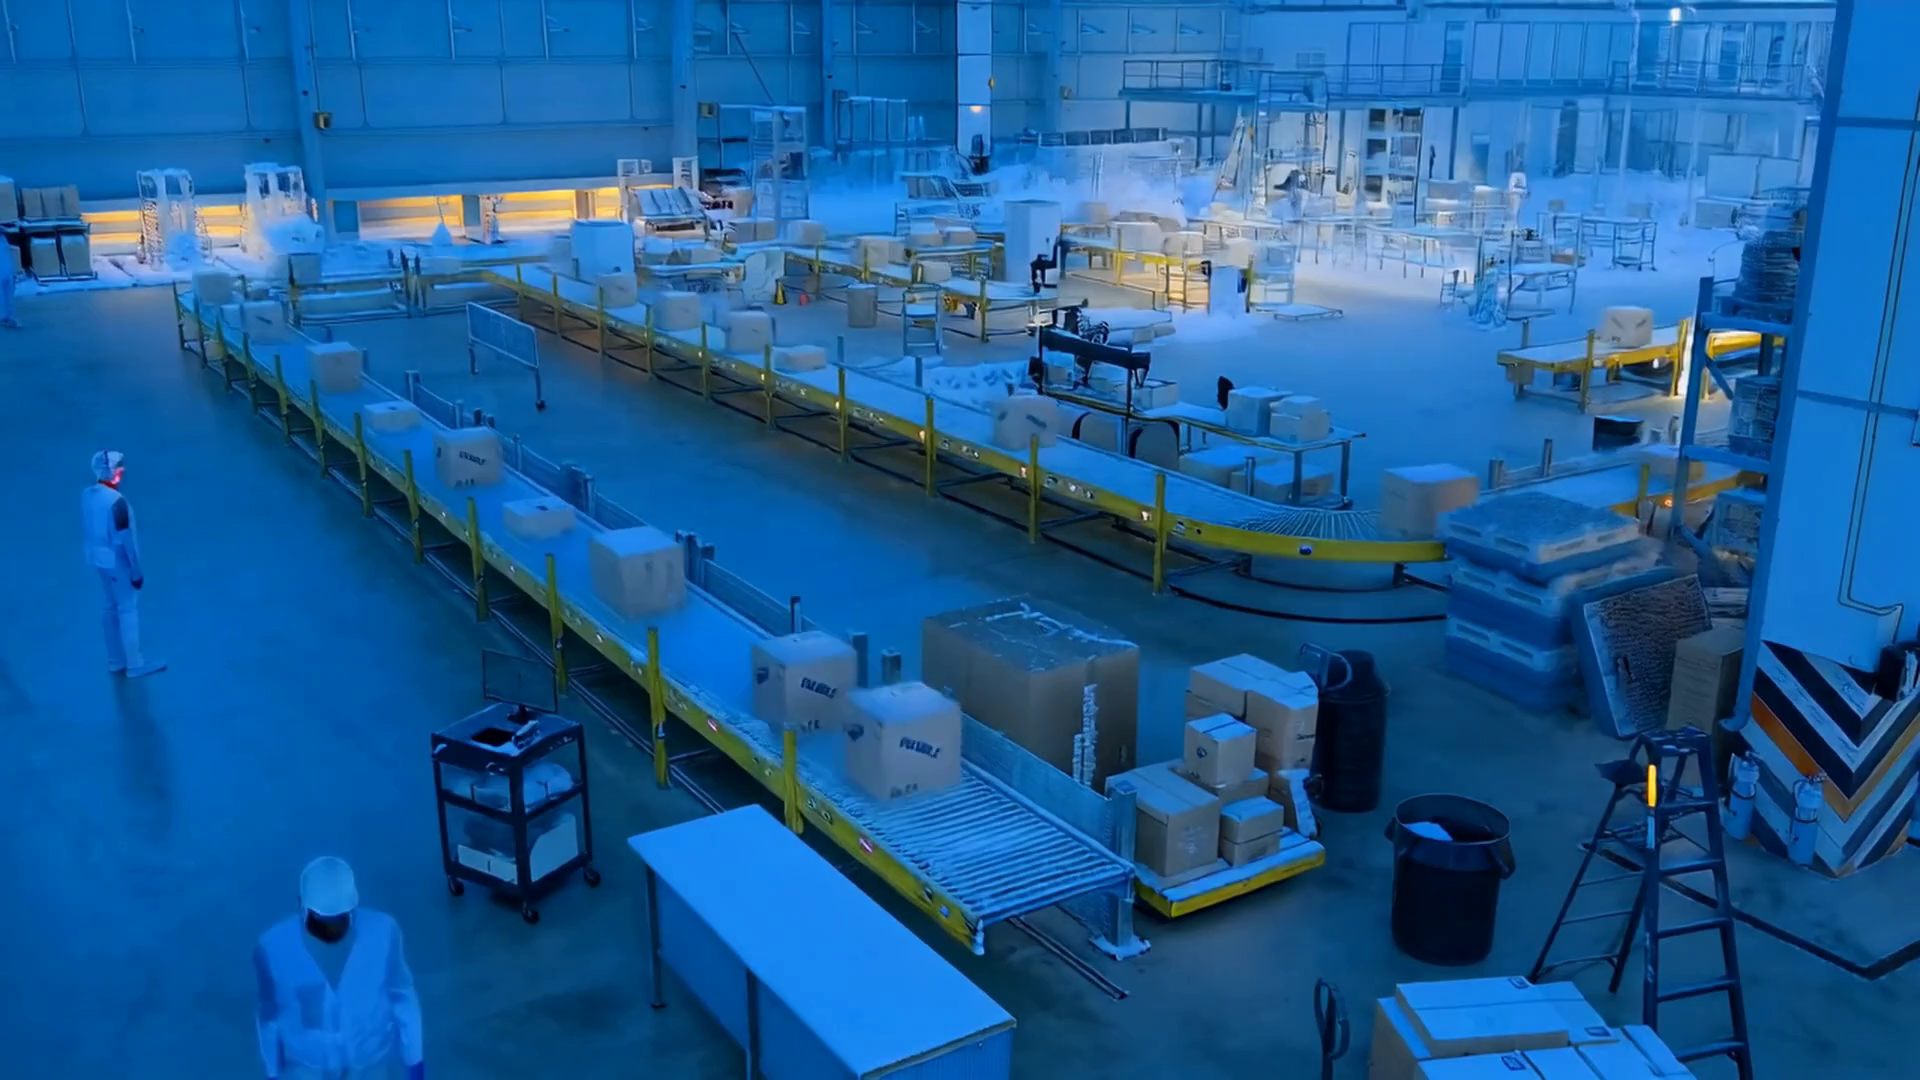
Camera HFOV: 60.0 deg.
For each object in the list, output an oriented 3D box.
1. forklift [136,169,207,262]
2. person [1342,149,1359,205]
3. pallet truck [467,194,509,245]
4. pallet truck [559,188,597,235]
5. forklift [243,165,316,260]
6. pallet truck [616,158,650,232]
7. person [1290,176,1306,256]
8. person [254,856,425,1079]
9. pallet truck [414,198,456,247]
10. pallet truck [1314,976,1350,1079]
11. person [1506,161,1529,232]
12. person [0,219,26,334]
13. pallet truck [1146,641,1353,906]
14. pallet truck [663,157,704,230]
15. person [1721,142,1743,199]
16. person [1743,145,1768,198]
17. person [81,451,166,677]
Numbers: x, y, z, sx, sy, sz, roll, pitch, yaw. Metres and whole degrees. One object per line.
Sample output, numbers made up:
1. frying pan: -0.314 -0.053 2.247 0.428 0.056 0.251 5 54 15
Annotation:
1. forklift: -17.842 -7.318 37.559 1.157 1.987 2.680 -10 20 -31
2. person: 11.972 -11.102 51.059 0.524 1.769 0.309 7 18 22
3. pallet truck: -11.983 -8.177 42.137 0.704 1.261 1.522 -11 20 -33
4. pallet truck: -10.010 -8.652 43.699 0.653 1.274 1.630 -10 20 -31
5. forklift: -15.898 -7.669 38.708 1.157 1.987 2.680 -11 20 -33
6. pallet truck: -8.918 -9.176 44.255 0.823 1.965 1.885 -9 19 -27
7. person: 8.059 -7.721 39.633 0.310 1.868 0.533 -4 17 -12
8. person: -2.510 2.163 6.825 0.626 1.813 0.658 -8 19 -26
9. pallet truck: -13.250 -8.060 41.856 0.680 1.201 1.601 -10 20 -31
10. pallet truck: 2.299 2.390 7.086 1.601 1.201 0.680 -2 17 -7
11. person: 15.002 -9.170 44.465 0.613 1.856 0.803 -9 19 -28
12. person: -16.730 -4.622 29.123 0.399 1.984 0.610 -2 17 -7
13. pallet truck: 1.664 1.407 10.232 1.630 1.274 0.653 -10 20 -31
14. pallet truck: -7.586 -9.308 44.692 0.823 1.965 1.885 -11 20 -33
15. person: 24.026 -11.409 51.804 0.587 1.927 0.367 1 17 2
16. person: 23.568 -10.642 49.057 0.709 2.000 0.974 -6 18 -19
17. person: -6.773 0.195 13.333 0.570 1.841 0.372 12 20 34
